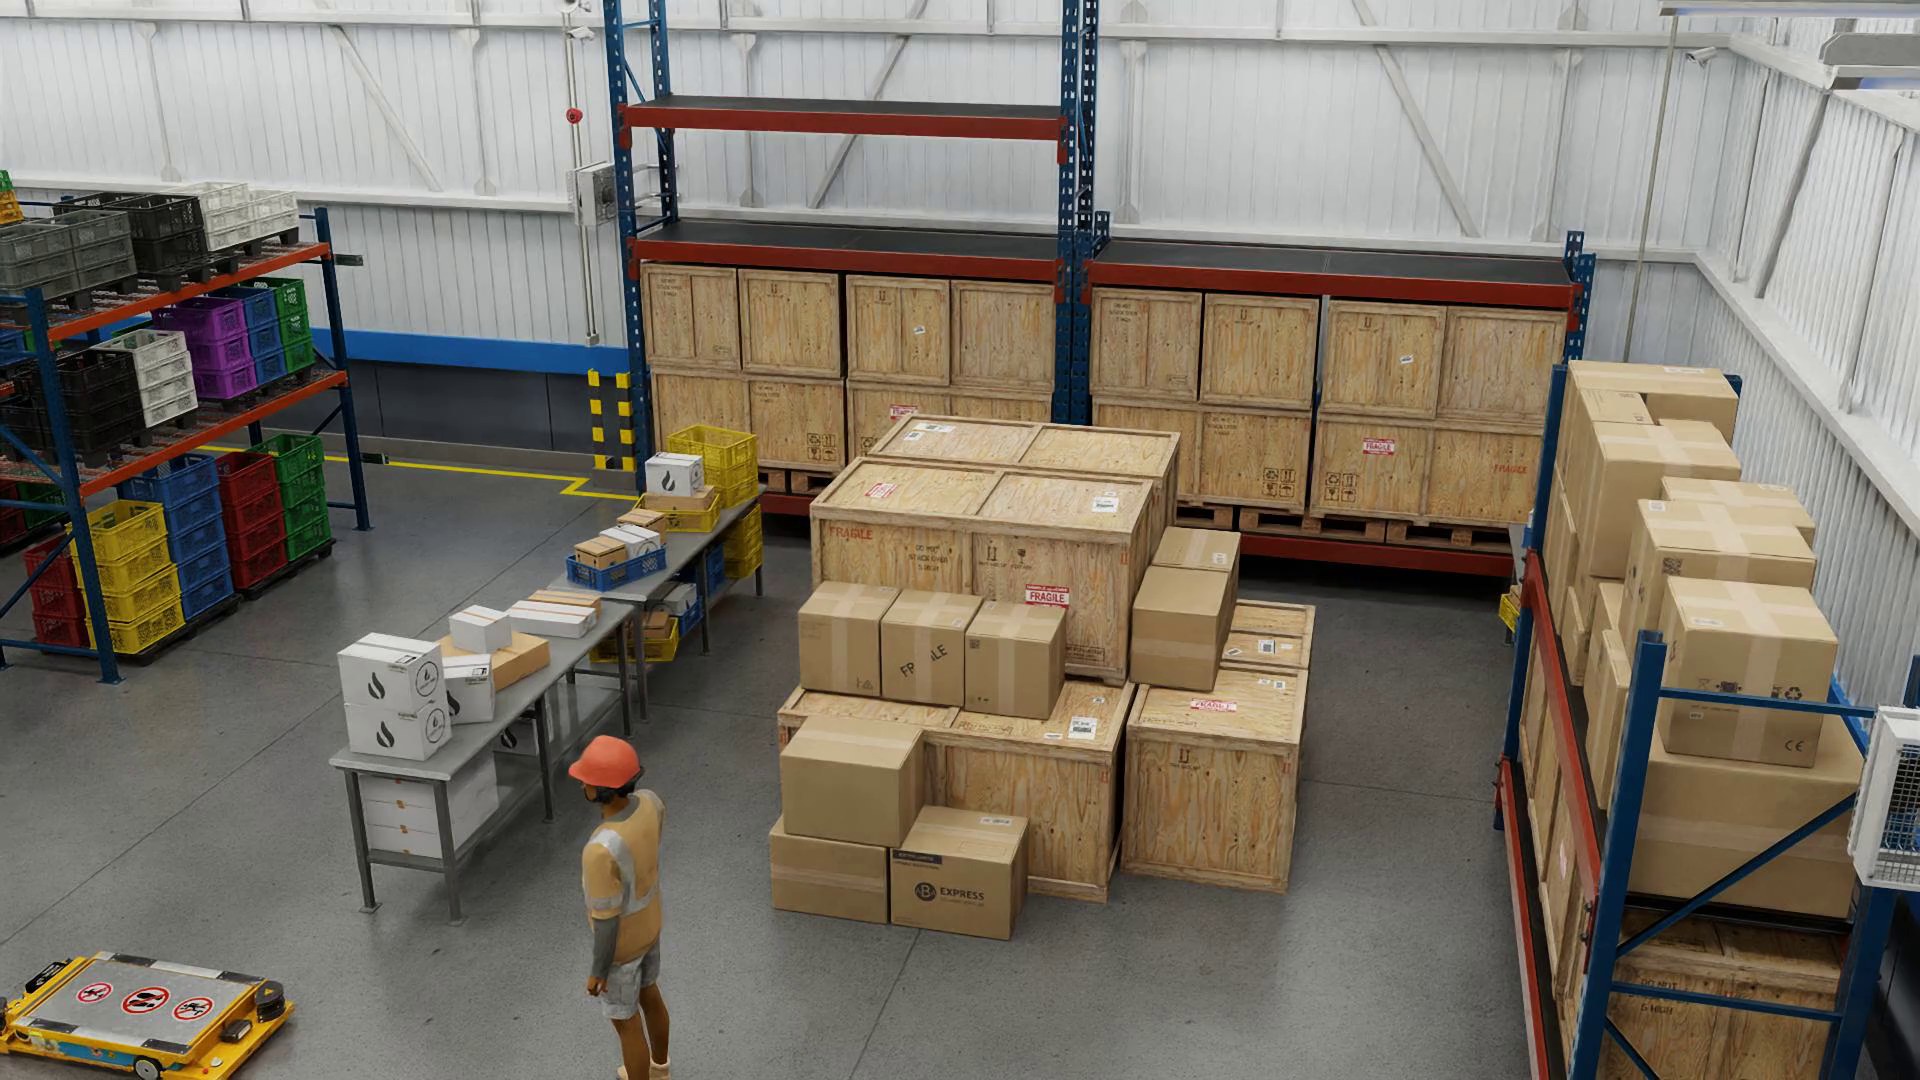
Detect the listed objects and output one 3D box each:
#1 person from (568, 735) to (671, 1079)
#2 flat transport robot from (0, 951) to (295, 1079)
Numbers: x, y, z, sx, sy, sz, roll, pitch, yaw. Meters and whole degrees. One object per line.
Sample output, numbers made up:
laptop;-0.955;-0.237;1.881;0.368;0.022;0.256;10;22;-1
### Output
person;-1.580;1.831;7.767;0.365;2.048;0.606;5;21;12
flat transport robot;-4.270;2.464;8.601;1.431;0.231;0.659;5;22;13
